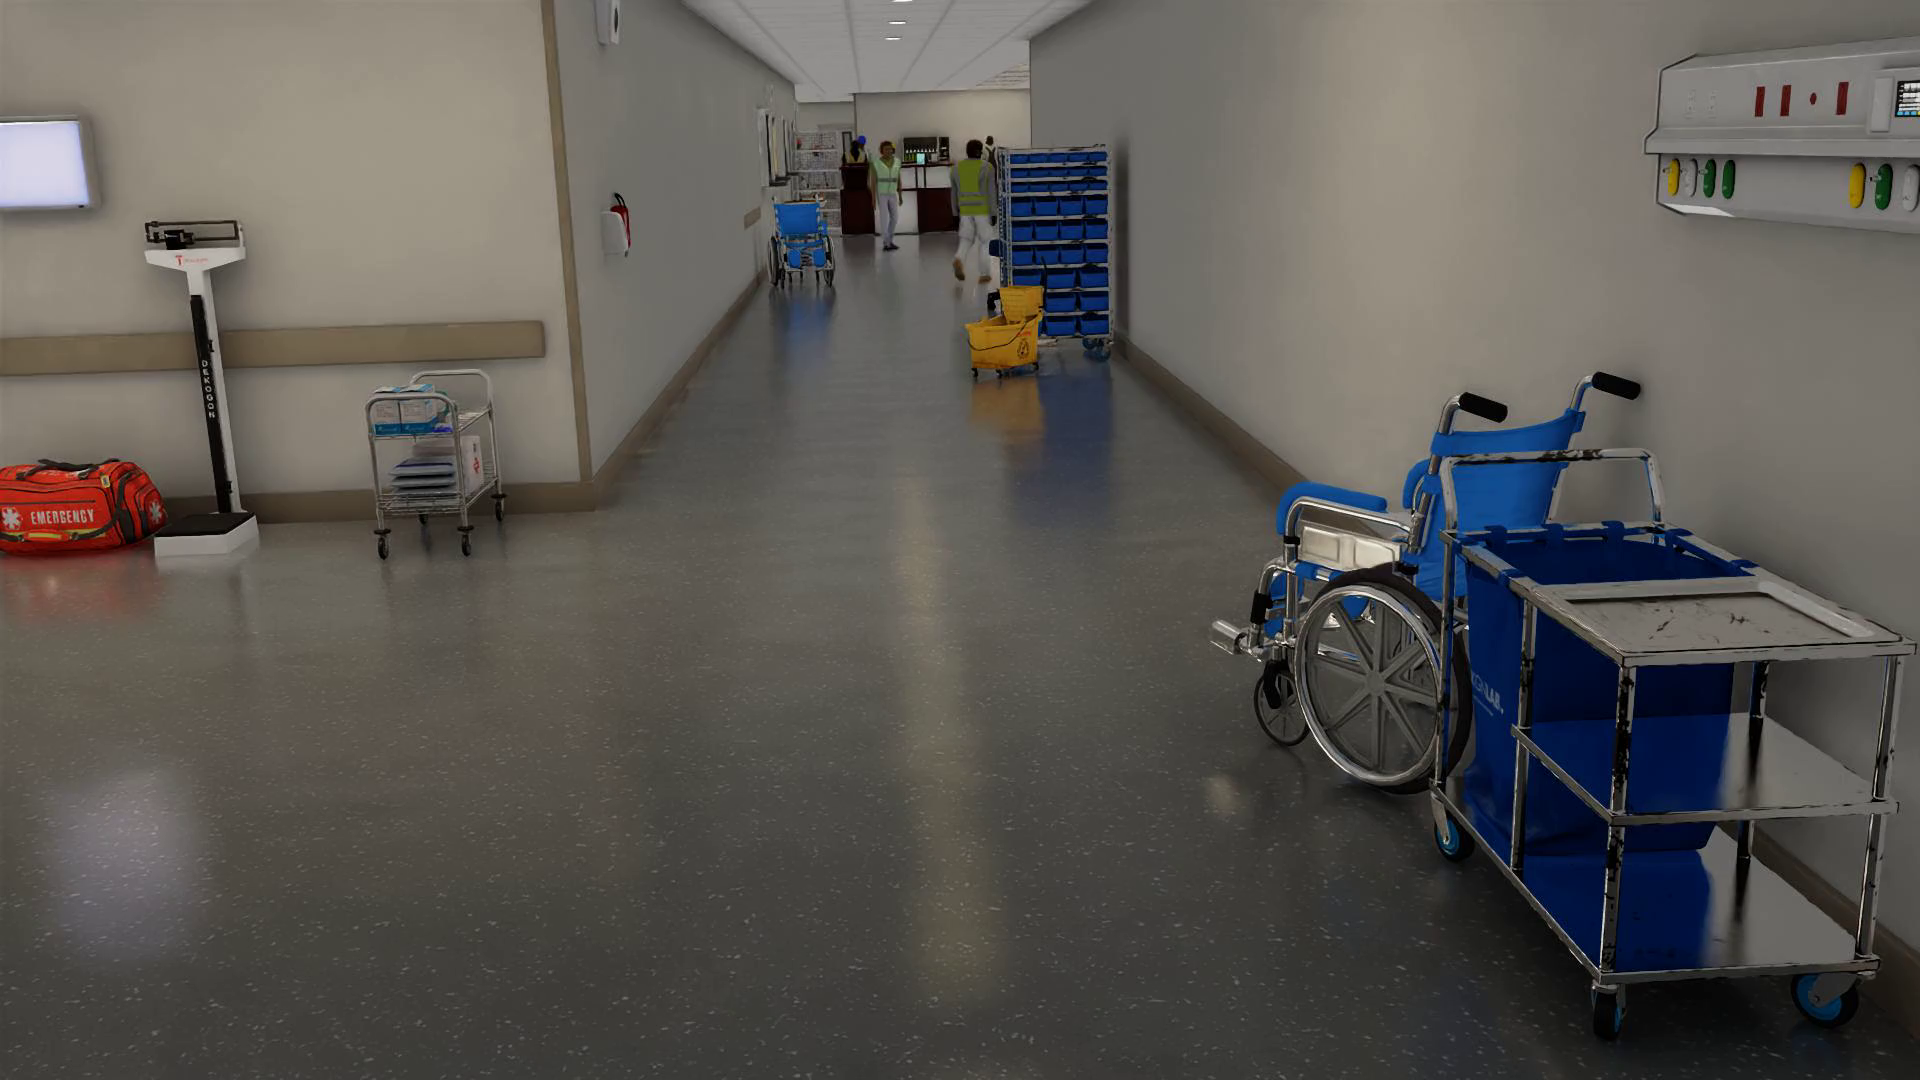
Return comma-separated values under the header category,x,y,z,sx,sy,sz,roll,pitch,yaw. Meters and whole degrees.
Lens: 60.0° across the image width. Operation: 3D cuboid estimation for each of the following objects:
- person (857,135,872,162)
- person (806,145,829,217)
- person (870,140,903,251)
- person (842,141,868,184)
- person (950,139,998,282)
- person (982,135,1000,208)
category,x,y,z,sx,sy,sz,roll,pitch,yaw
person,-2.481,-9.242,42.072,0.602,1.938,0.400,-9,15,-27
person,-3.464,-8.712,40.423,0.563,1.742,0.361,-2,14,-2
person,-1.238,-5.794,27.994,0.601,1.822,0.471,-10,16,-30
person,-2.509,-8.774,40.410,0.666,1.805,0.785,-5,14,-14
person,0.174,-4.179,21.199,0.631,1.825,0.650,5,15,26
person,0.792,-9.489,42.890,0.514,1.844,0.328,-5,14,-15
